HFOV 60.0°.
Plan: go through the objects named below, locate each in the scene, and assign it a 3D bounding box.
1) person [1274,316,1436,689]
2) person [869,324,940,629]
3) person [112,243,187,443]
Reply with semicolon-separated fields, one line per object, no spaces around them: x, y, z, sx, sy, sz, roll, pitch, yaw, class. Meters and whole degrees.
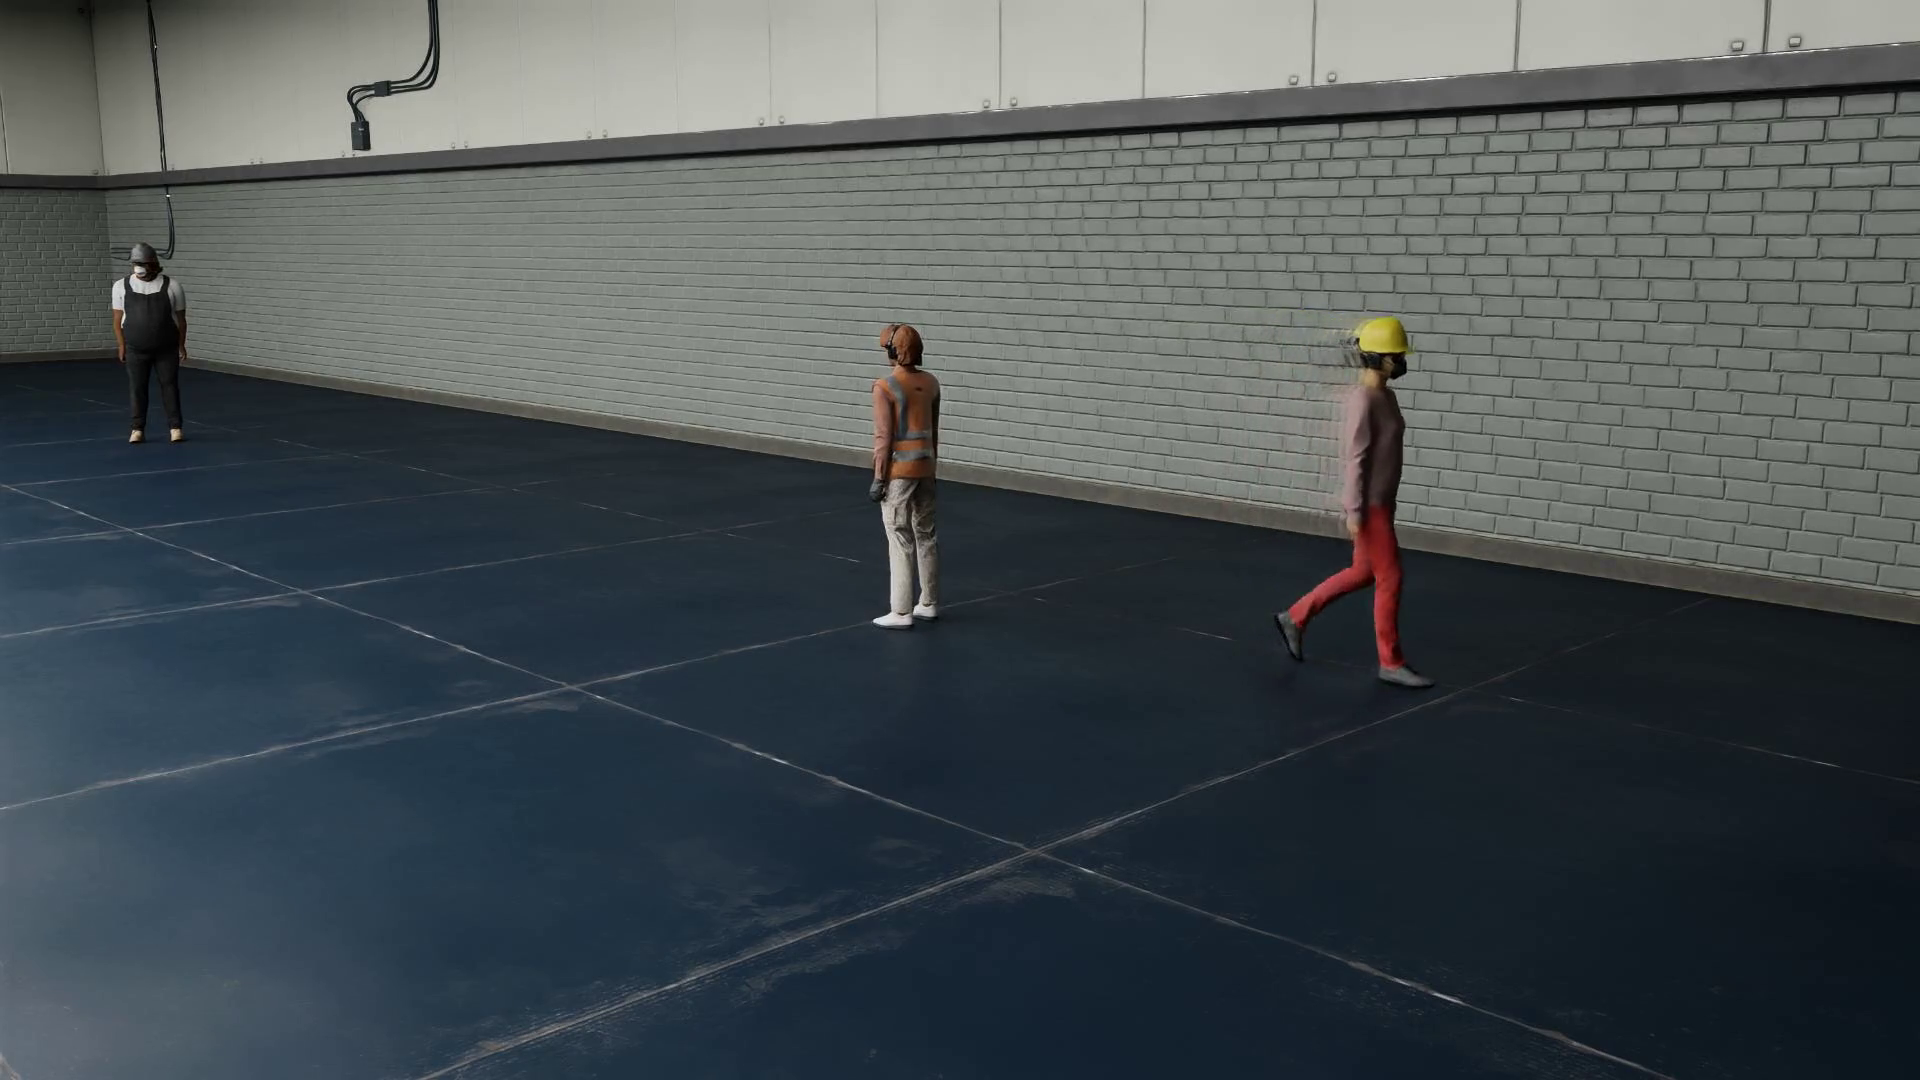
1.891;-0.192;7.884;0.757;1.737;0.530;5;12;25;person
-0.294;-0.343;8.993;0.311;1.638;0.523;8;13;36;person
-8.289;-2.003;17.065;0.683;2.000;0.536;-4;11;-21;person
